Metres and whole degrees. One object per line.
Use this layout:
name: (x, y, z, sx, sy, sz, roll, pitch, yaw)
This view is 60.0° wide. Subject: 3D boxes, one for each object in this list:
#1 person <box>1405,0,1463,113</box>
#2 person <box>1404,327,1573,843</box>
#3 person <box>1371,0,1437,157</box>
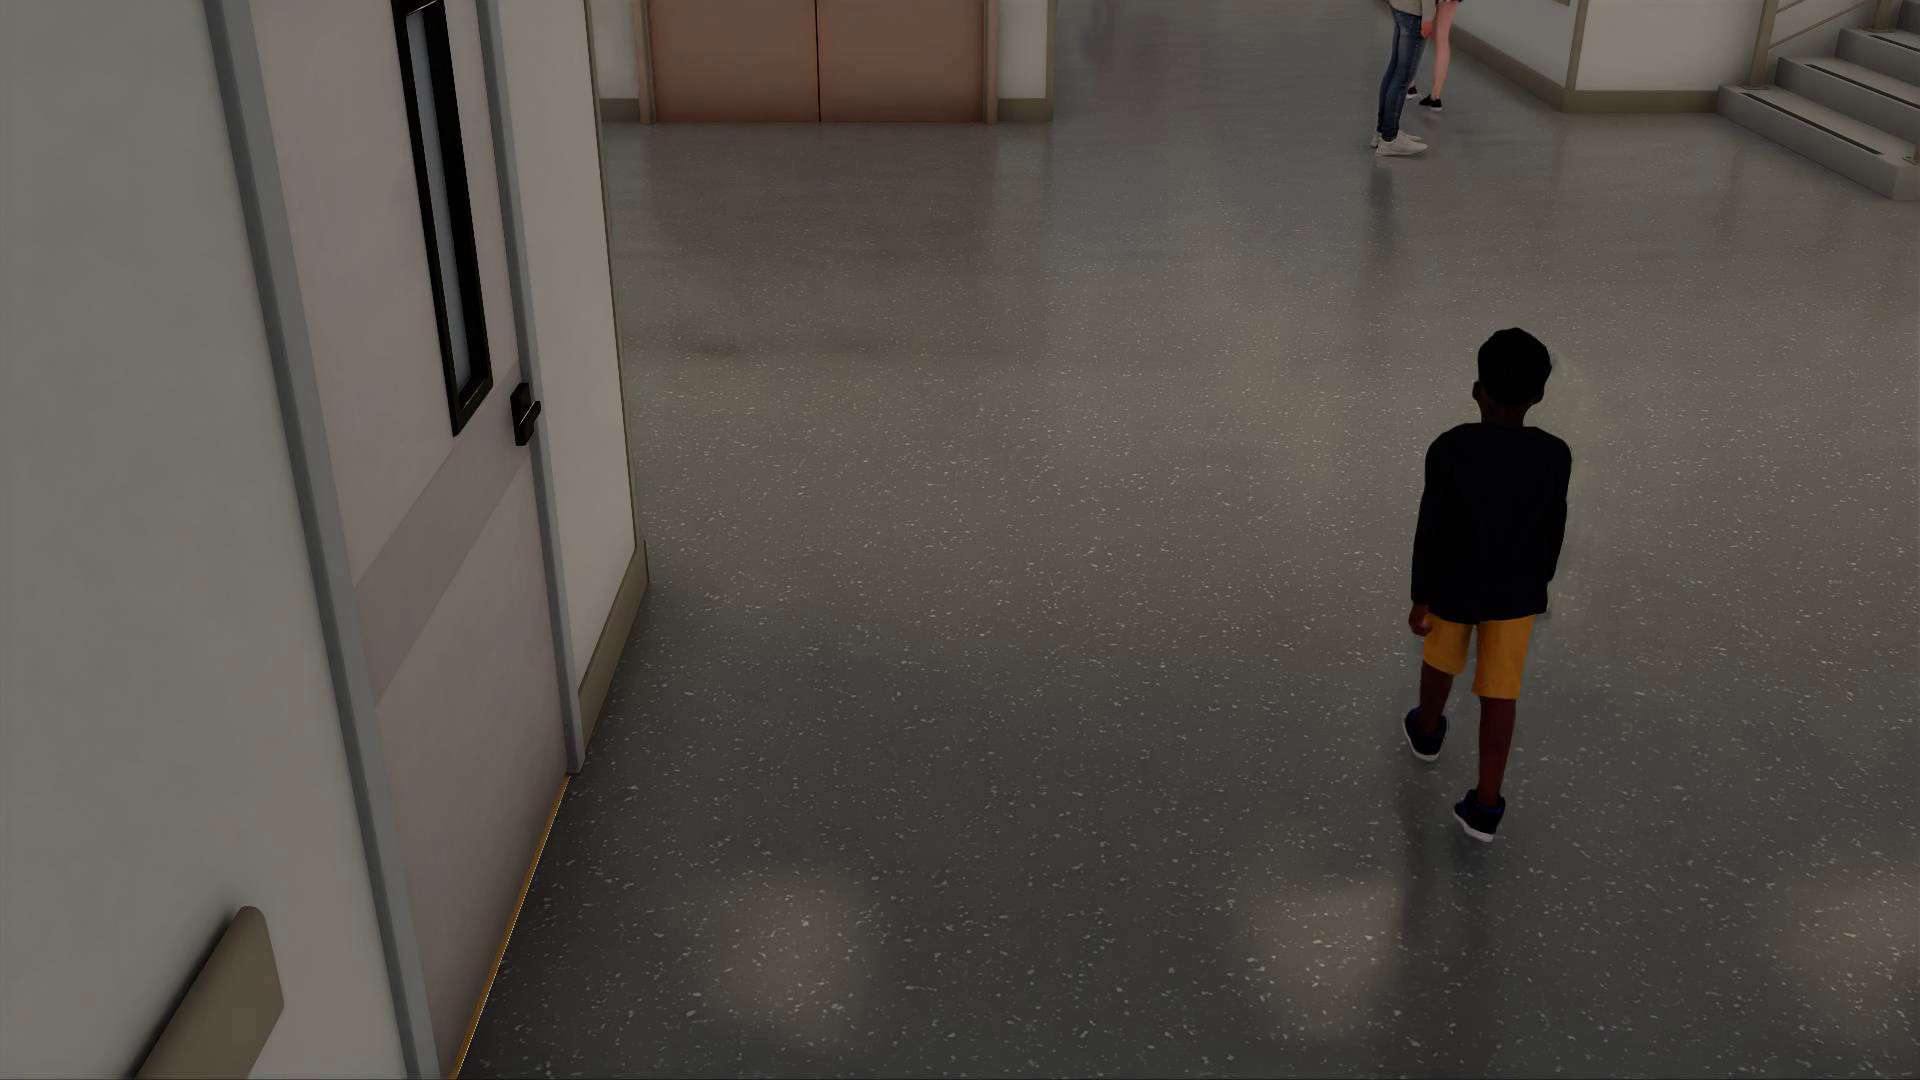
person: (3.465, -3.948, 11.910, 0.706, 1.733, 0.749, -6, 26, -12)
person: (1.276, 0.135, 4.008, 0.829, 1.243, 0.626, 2, 26, 4)
person: (2.905, -3.445, 10.730, 0.563, 1.853, 0.648, 0, 26, -1)
